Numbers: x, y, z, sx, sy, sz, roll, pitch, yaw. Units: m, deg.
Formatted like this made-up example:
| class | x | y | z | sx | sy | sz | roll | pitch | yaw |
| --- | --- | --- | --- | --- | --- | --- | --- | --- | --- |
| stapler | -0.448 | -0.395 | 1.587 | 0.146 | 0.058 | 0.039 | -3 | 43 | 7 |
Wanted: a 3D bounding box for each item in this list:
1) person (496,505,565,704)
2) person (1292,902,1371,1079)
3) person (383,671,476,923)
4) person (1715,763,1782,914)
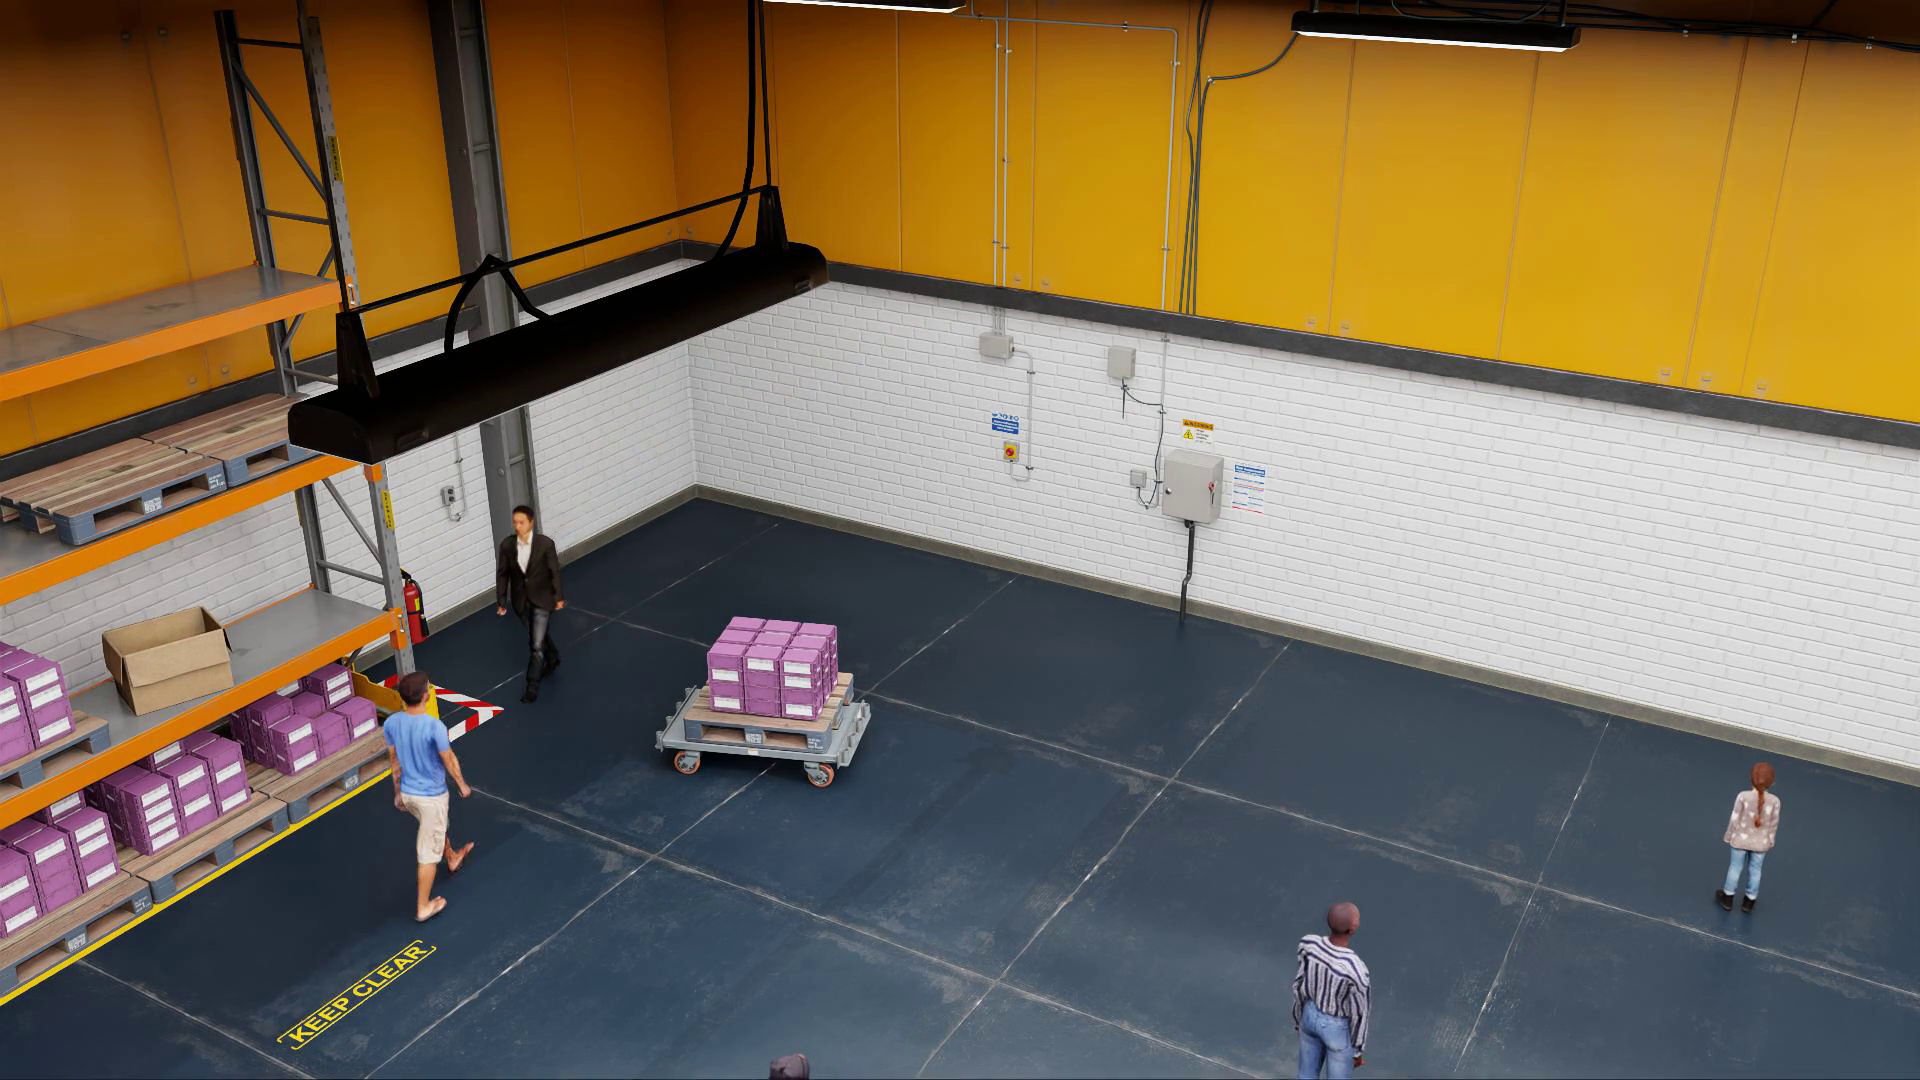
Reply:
| class | x | y | z | sx | sy | sz | roll | pitch | yaw |
| --- | --- | --- | --- | --- | --- | --- | --- | --- | --- |
| person | -3.813 | 0.510 | 14.955 | 0.992 | 1.758 | 1.258 | 4 | 24 | 8 |
| person | 2.121 | 2.845 | 9.567 | 0.643 | 1.794 | 0.678 | -21 | 31 | -39 |
| person | -3.846 | 1.852 | 11.794 | 0.726 | 1.830 | 1.124 | 10 | 26 | 22 |
| person | 5.677 | 2.137 | 11.940 | 0.528 | 1.192 | 0.530 | 7 | 24 | 15 |
